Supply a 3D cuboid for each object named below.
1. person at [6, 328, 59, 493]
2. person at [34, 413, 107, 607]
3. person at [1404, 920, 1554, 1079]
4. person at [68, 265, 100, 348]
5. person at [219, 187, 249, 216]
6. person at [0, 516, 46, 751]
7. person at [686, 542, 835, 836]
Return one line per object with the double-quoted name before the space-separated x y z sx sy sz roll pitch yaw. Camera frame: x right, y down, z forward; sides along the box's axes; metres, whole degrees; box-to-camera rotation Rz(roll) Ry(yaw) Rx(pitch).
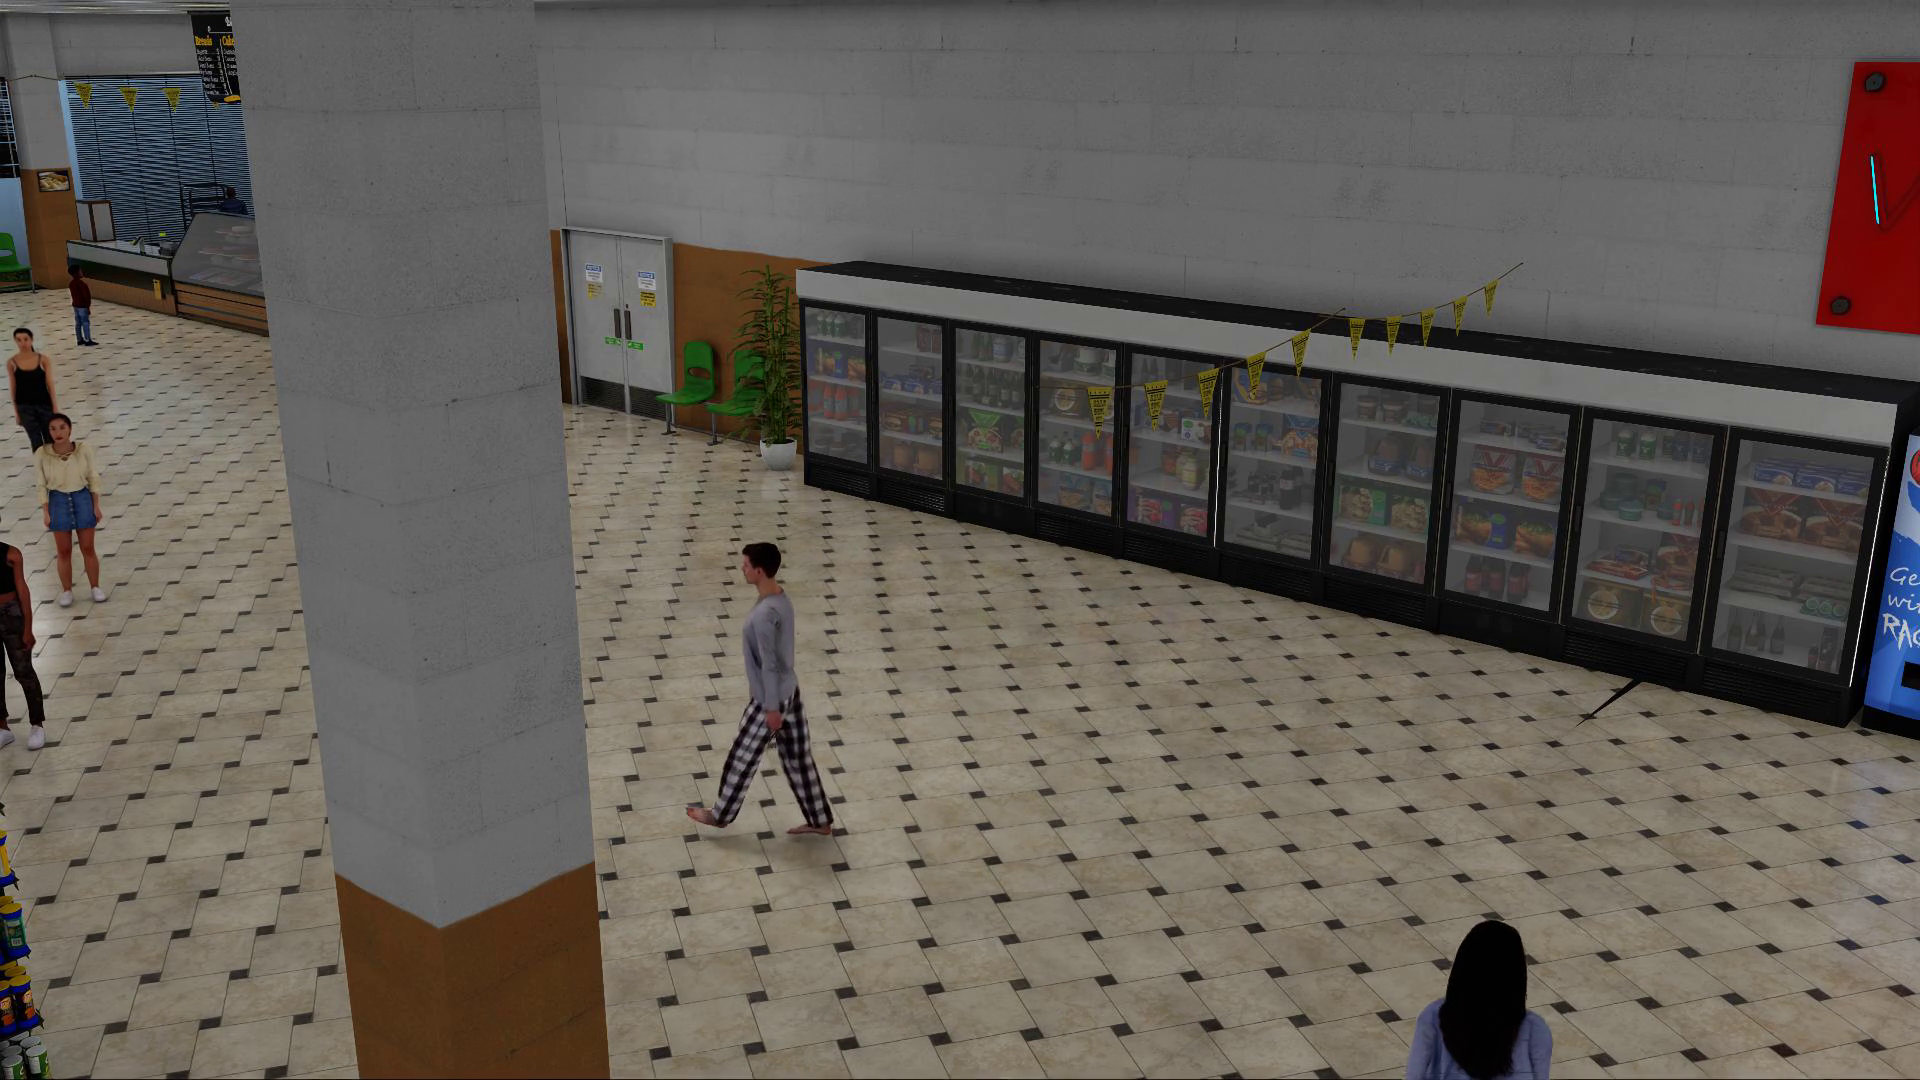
"person" -9.690 -1.375 17.454 1.004 1.705 0.871 -8 19 -25
"person" -7.444 -0.266 13.932 0.612 1.631 0.764 -9 19 -27
"person" 1.768 2.163 5.777 0.949 1.721 1.137 4 17 12
"person" -13.517 -3.601 25.561 0.514 1.255 0.511 11 20 31
"person" -14.062 -5.945 32.301 0.665 1.823 0.807 -9 19 -26
"person" -6.361 0.575 11.044 0.641 1.699 0.715 -3 17 -9
"person" -0.998 0.922 9.716 1.079 1.806 1.163 3 17 9
